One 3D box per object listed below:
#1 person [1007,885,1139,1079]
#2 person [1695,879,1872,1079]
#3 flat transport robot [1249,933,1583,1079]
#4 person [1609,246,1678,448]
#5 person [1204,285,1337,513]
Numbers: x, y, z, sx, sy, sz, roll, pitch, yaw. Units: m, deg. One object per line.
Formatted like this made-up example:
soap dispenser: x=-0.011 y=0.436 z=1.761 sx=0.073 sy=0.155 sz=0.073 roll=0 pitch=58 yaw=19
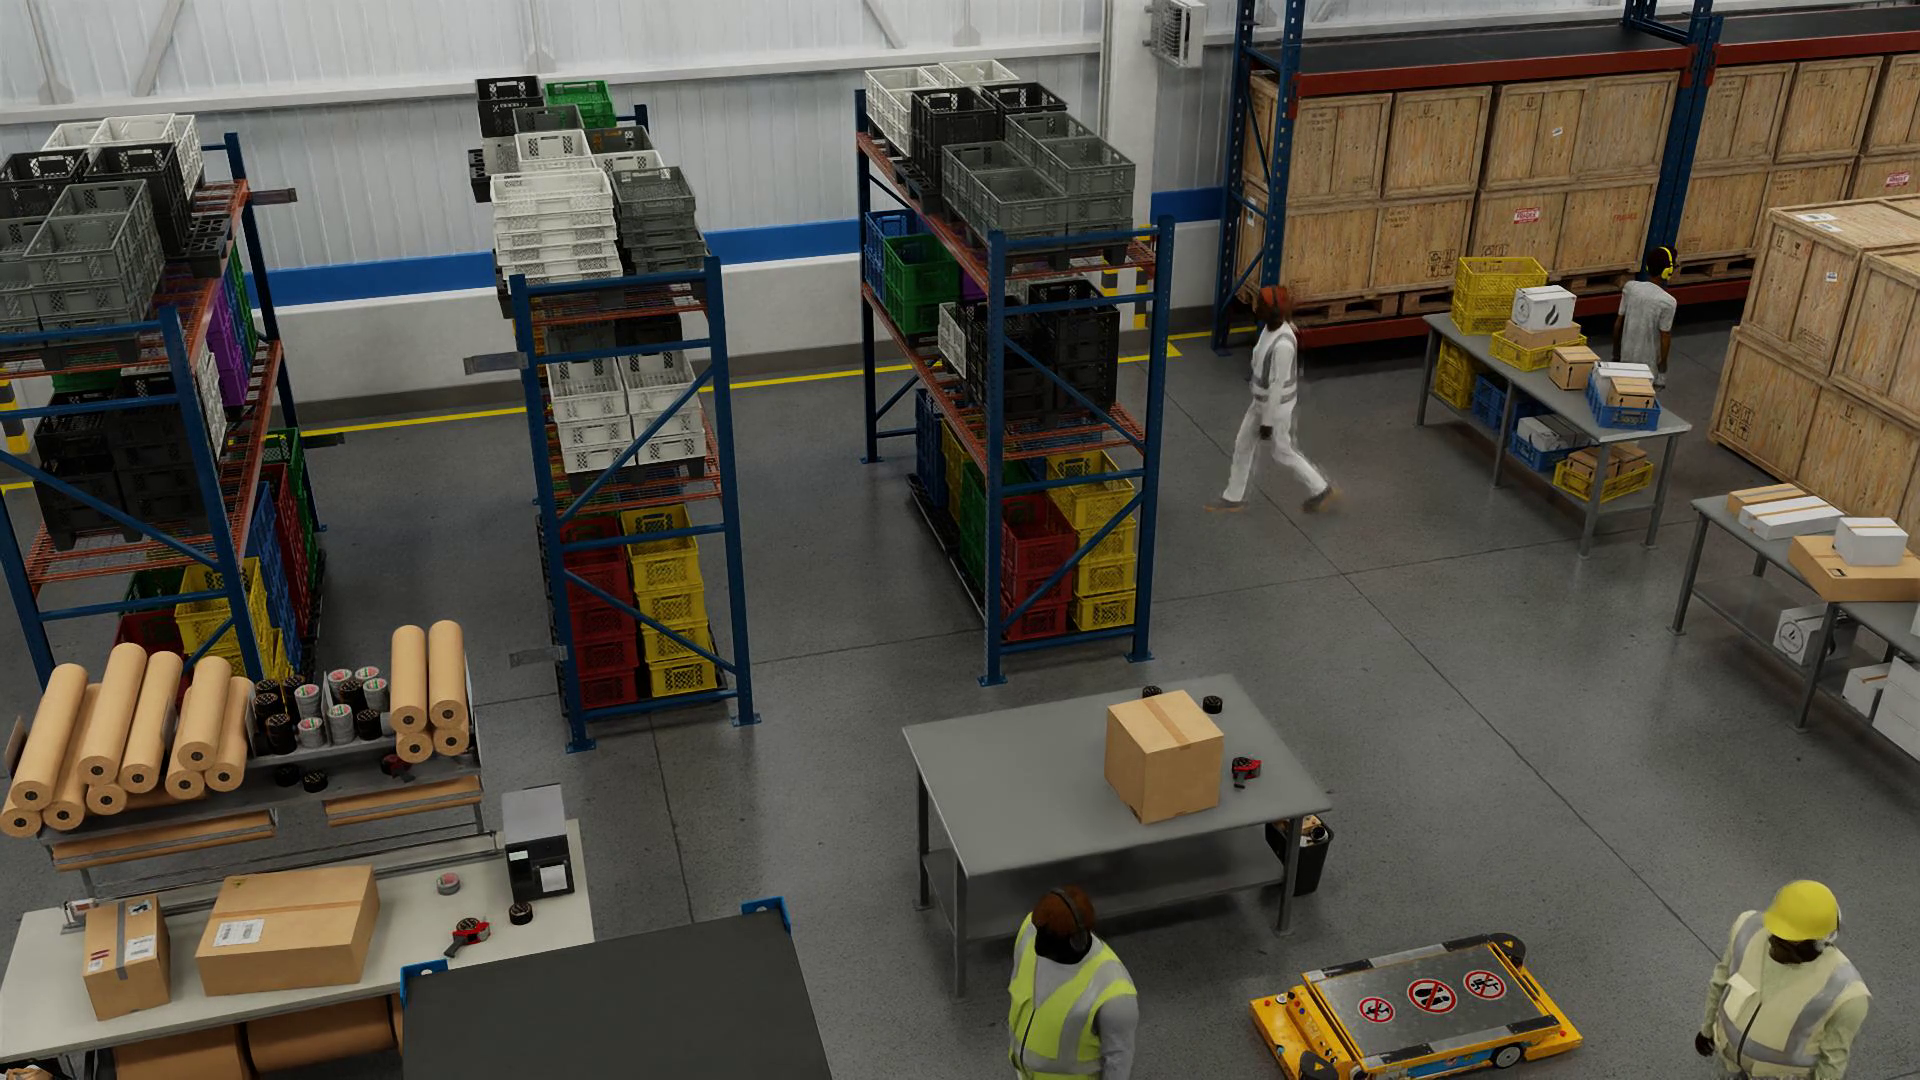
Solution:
person: x=0.402 y=2.119 z=6.661 sx=0.429 sy=1.839 sz=0.634 roll=-20 pitch=35 yaw=-32
person: x=3.248 y=2.091 z=6.731 sx=0.403 sy=1.824 sz=0.595 roll=-16 pitch=32 yaw=-26
flat transport robot: x=2.184 y=2.282 z=7.980 sx=1.431 sy=0.197 sz=0.652 roll=-8 pitch=30 yaw=-14
person: x=5.334 y=-1.404 z=13.039 sx=0.317 sy=1.870 sz=0.531 roll=-16 pitch=33 yaw=-26
person: x=2.386 y=-1.023 z=12.371 sx=0.942 sy=1.849 sz=0.577 roll=-2 pitch=29 yaw=-3
